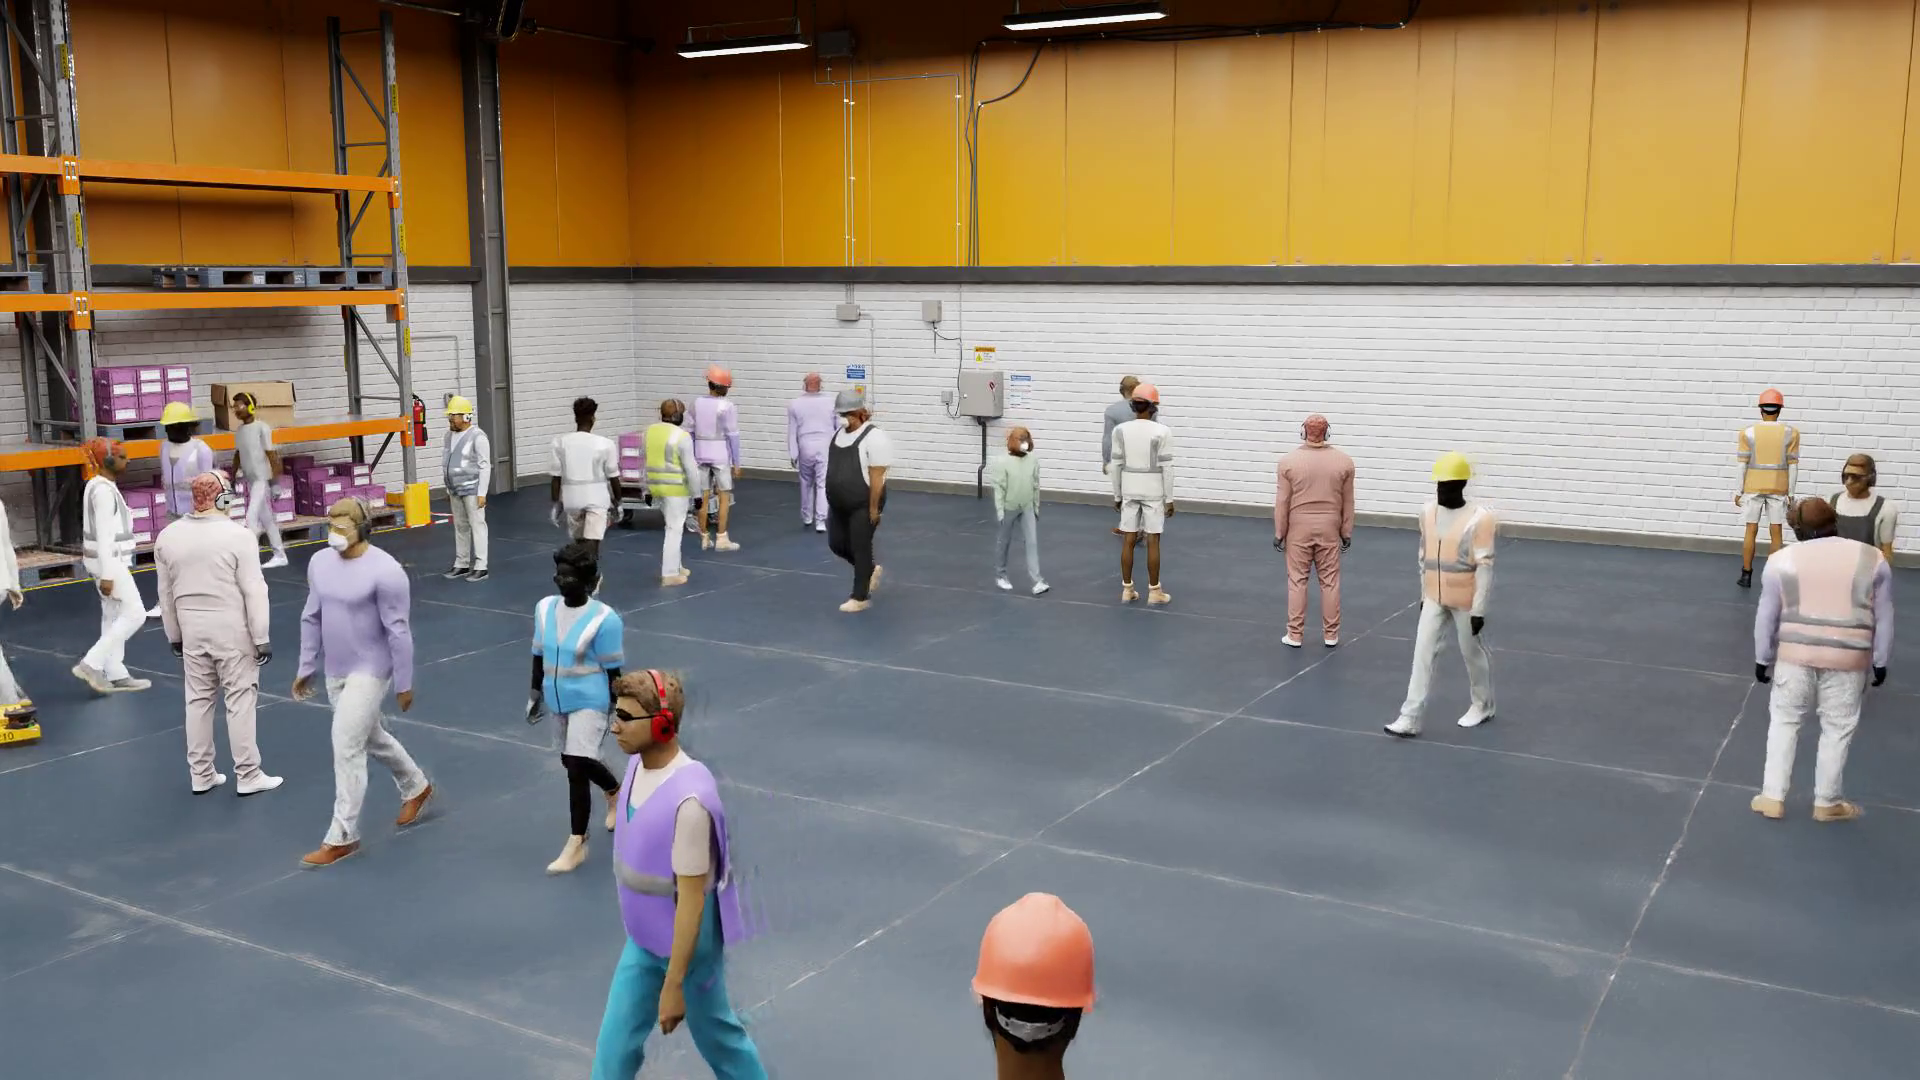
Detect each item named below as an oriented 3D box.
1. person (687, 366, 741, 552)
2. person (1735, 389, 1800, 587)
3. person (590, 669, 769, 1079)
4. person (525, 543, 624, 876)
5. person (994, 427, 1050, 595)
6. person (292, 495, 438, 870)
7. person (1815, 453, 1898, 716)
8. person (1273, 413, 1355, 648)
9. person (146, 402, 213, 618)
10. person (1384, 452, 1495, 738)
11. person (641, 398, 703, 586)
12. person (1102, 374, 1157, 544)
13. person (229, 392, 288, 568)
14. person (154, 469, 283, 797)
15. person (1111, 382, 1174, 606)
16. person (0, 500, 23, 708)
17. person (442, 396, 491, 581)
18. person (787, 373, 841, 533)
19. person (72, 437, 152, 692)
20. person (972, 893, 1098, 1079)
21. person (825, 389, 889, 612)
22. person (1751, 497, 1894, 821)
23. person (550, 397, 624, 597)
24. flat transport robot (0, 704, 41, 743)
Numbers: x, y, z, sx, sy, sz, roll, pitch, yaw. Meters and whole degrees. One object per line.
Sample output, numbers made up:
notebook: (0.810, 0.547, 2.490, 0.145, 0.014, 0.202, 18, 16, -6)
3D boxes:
person: (-2.699, -0.874, 18.187, 0.664, 2.016, 0.419, 4, 10, 23)
person: (7.762, -0.490, 16.028, 0.542, 1.929, 0.368, 4, 10, 23)
person: (-0.965, 1.292, 5.320, 0.961, 1.791, 0.583, -6, 11, -32)
person: (-1.935, 0.821, 8.646, 0.535, 1.670, 0.780, 5, 10, 29)
person: (0.569, -0.278, 15.744, 0.523, 1.582, 0.839, -4, 10, -25)
person: (-3.135, 0.689, 8.780, 0.631, 1.903, 0.967, 6, 11, 32)
person: (6.204, 0.285, 11.556, 0.857, 1.818, 0.518, -8, 12, -40)
person: (2.859, -0.073, 13.494, 0.652, 1.906, 0.402, 0, 9, -1)
person: (-6.873, -0.250, 14.601, 0.625, 1.897, 0.819, 3, 10, 20)
person: (3.210, 0.360, 10.892, 1.017, 1.875, 0.604, -7, 11, -37)
person: (-2.745, -0.477, 16.277, 0.650, 1.819, 0.638, 7, 12, 39)
person: (1.934, -0.919, 18.791, 0.638, 1.911, 0.925, -3, 10, -19)
person: (-7.229, -0.575, 16.864, 0.555, 1.825, 0.914, 6, 11, 33)
person: (-4.290, 0.541, 9.665, 0.655, 1.906, 0.407, 2, 9, 11)
person: (1.683, -0.418, 15.227, 0.605, 2.043, 0.382, 5, 10, 29)
person: (-6.493, 0.365, 10.811, 0.767, 1.896, 0.674, 0, 9, -1)
person: (-4.890, -0.508, 16.434, 0.591, 1.834, 0.404, 6, 11, 35)
person: (-1.700, -1.048, 19.719, 0.646, 1.859, 0.926, 0, 9, 2)
person: (-6.107, 0.192, 11.948, 0.444, 1.872, 0.576, -6, 11, -33)
person: (0.119, 1.620, 2.963, 0.556, 1.901, 0.744, 1, 9, 3)
person: (-0.918, -0.381, 14.998, 0.680, 2.000, 0.653, 9, 13, 43)
person: (4.740, 0.671, 9.171, 0.677, 1.815, 0.439, 5, 10, 28)
person: (-3.393, -0.359, 15.273, 0.609, 1.901, 1.030, 1, 9, 7)
flat transport robot: (-6.624, 1.127, 11.090, 0.652, 0.197, 1.431, -7, 11, -37)
